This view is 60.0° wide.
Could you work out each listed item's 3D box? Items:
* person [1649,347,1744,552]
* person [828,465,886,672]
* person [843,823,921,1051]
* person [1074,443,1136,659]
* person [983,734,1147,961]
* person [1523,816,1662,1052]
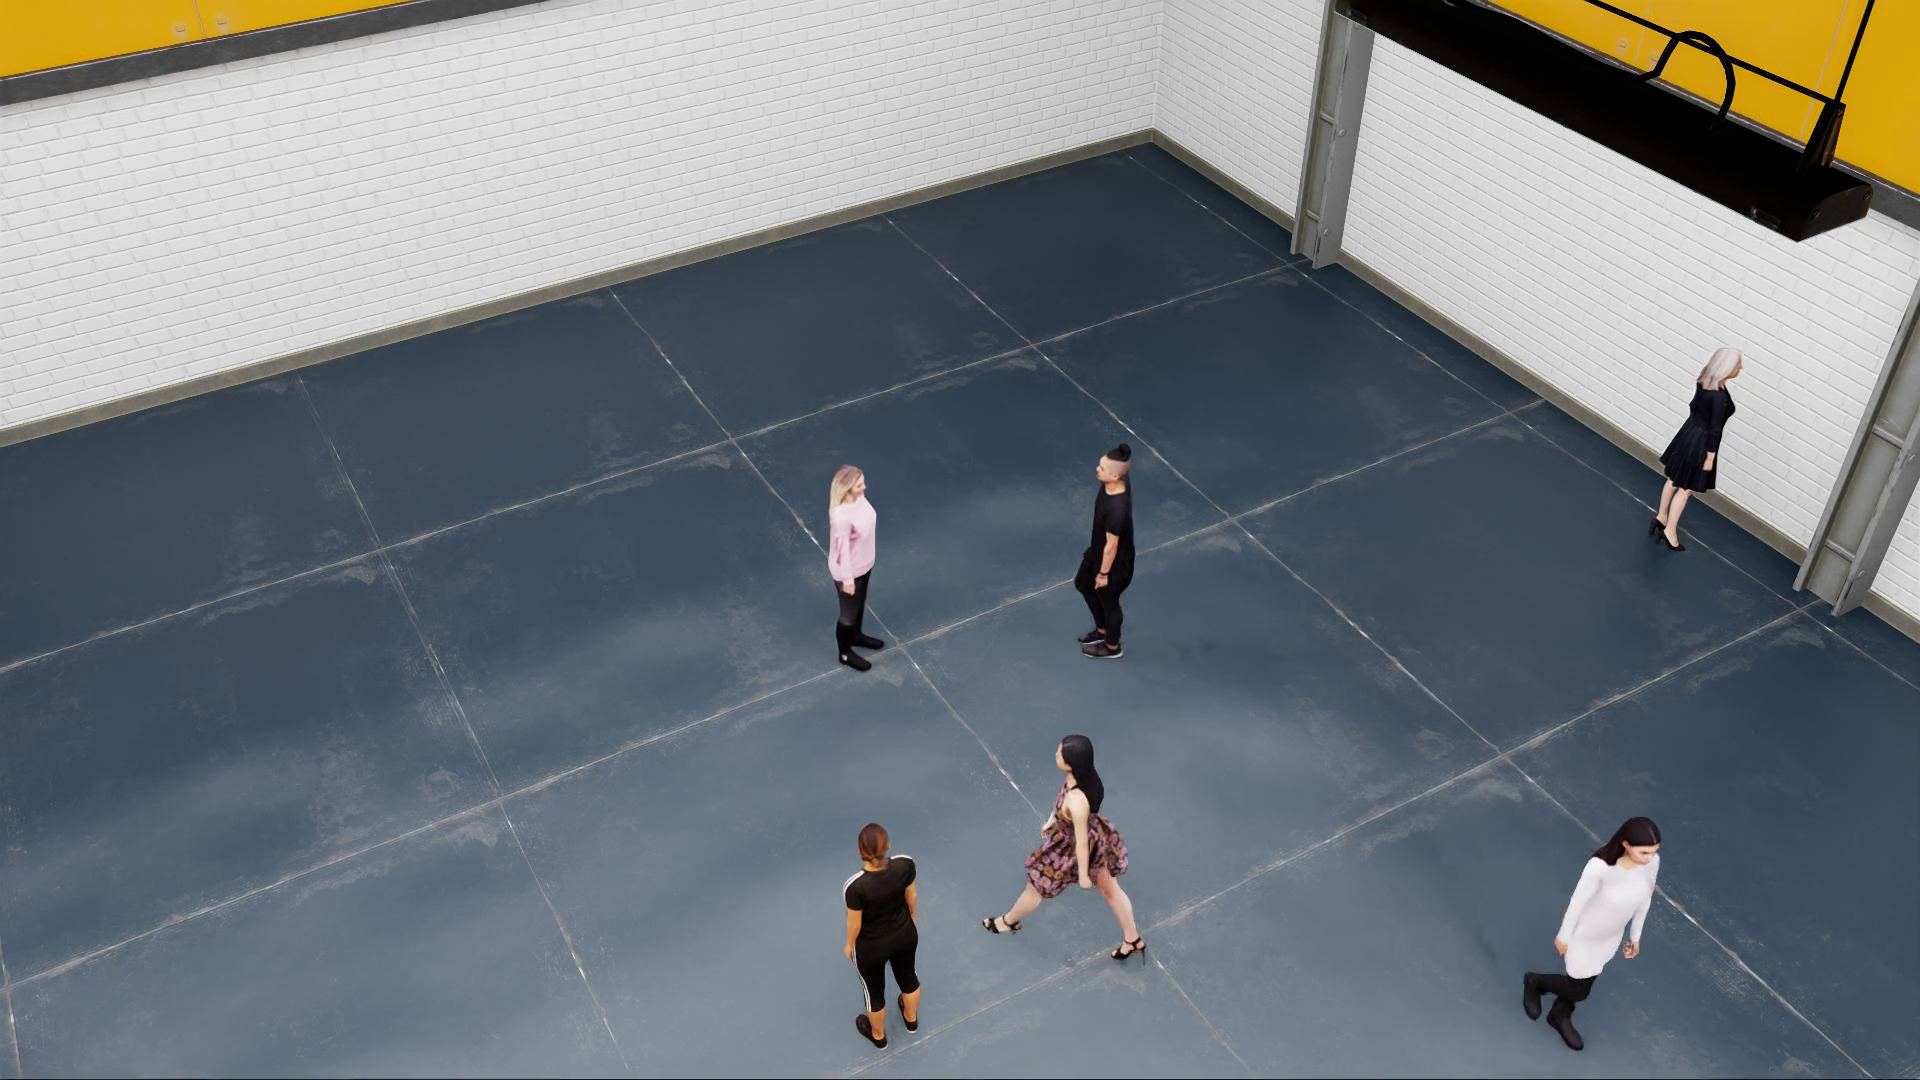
[{"bbox_3d":[5.555,-0.702,12.517,0.761,1.746,0.668,1,39,2],"label":"person"},{"bbox_3d":[-0.762,0.167,11.477,0.743,1.686,0.685,10,40,12],"label":"person"},{"bbox_3d":[-0.416,2.143,9.017,0.571,1.668,0.480,-20,43,-23],"label":"person"},{"bbox_3d":[1.111,0.094,11.431,0.862,1.858,0.745,0,39,0],"label":"person"},{"bbox_3d":[0.758,1.791,9.426,1.200,1.708,1.151,8,39,10],"label":"person"},{"bbox_3d":[3.411,2.052,9.028,0.655,1.797,0.725,-11,40,-14],"label":"person"}]
